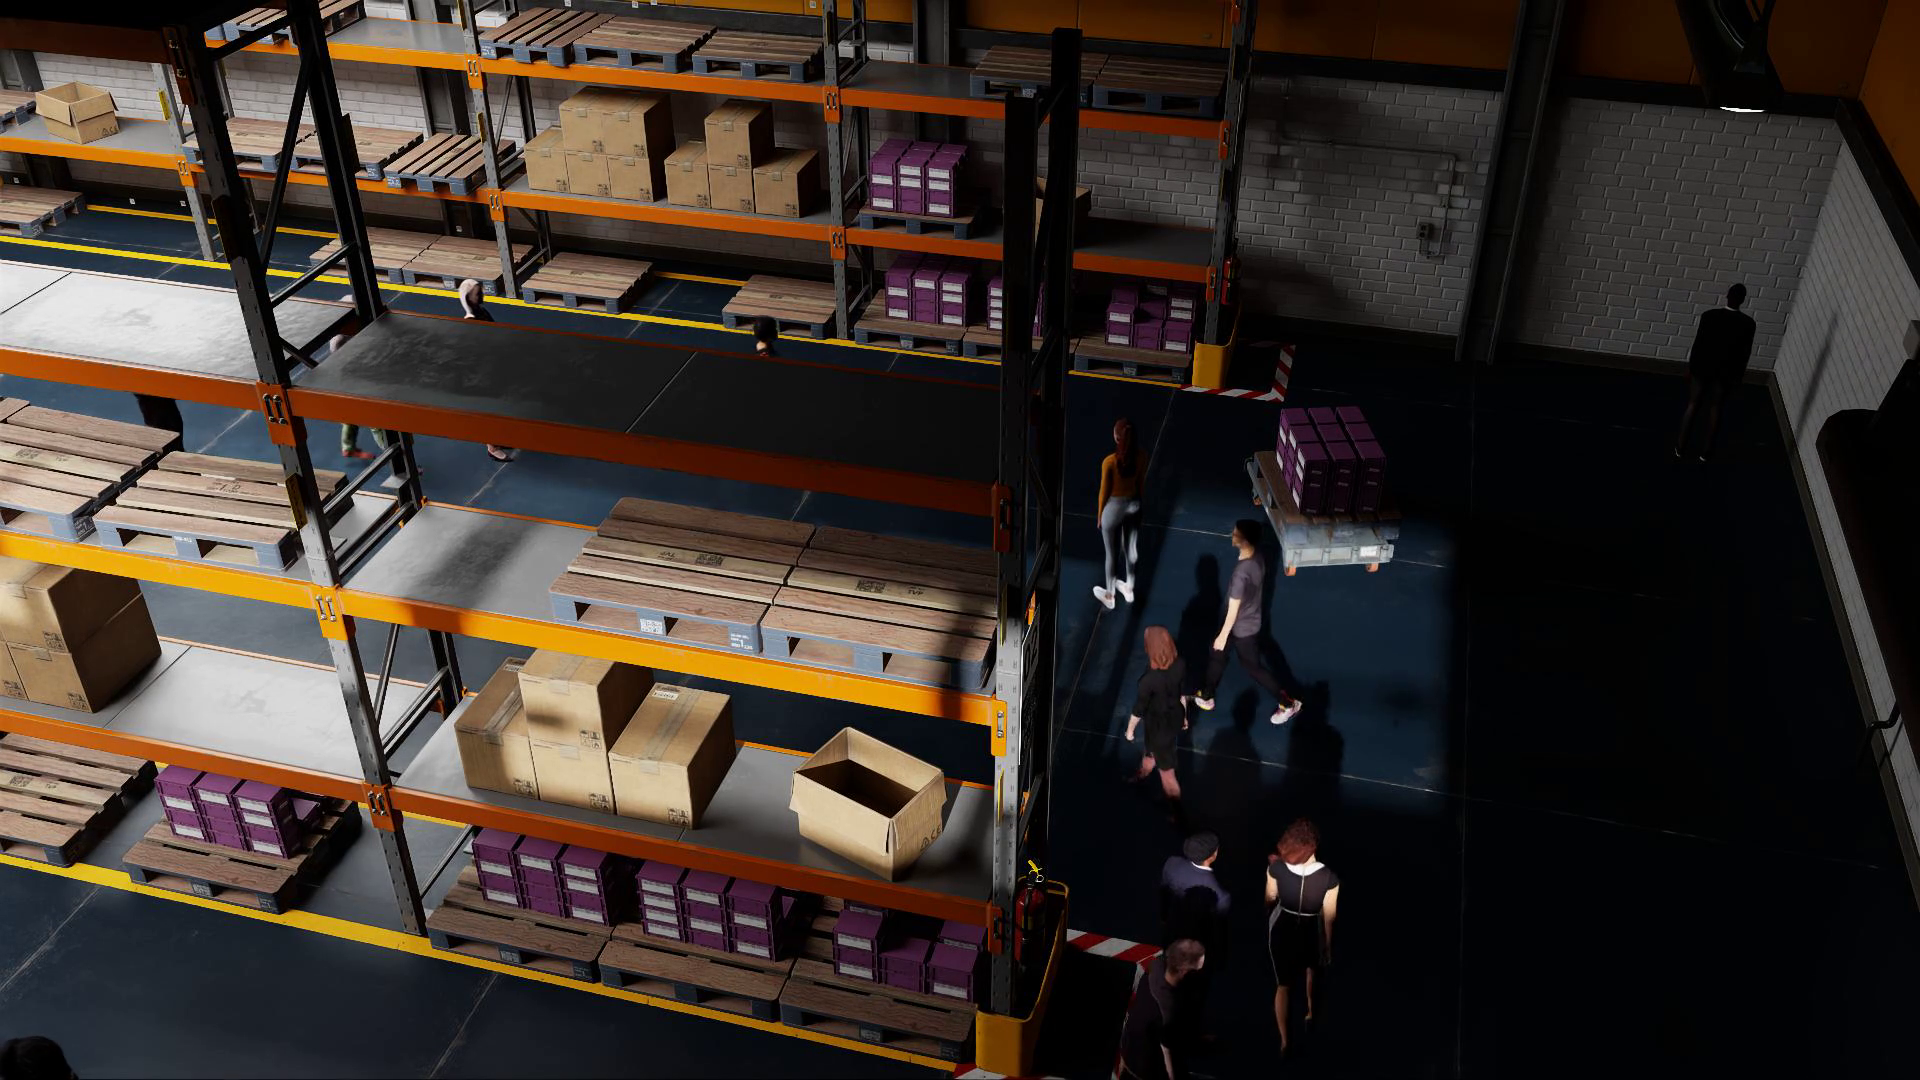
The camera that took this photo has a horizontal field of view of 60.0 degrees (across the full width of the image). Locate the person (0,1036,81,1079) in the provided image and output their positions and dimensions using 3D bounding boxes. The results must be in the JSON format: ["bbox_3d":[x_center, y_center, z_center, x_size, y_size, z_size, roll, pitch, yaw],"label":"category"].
[{"bbox_3d":[-4.559,3.170,8.577,0.697,1.744,0.692,-6,34,-9],"label":"person"}]

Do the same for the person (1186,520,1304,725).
[{"bbox_3d":[2.183,0.651,12.384,1.165,1.724,0.665,7,34,10],"label":"person"}]

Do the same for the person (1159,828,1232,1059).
[{"bbox_3d":[1.356,2.366,9.803,0.769,1.724,0.651,-27,42,-34],"label":"person"}]

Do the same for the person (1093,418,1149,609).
[{"bbox_3d":[1.342,-0.226,13.682,0.649,1.747,0.727,-12,35,-17],"label":"person"}]

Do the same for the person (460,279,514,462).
[{"bbox_3d":[-4.467,-1.612,15.694,0.595,1.830,0.644,-2,34,-2],"label":"person"}]

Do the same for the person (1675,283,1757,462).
[{"bbox_3d":[7.124,-1.587,15.682,0.552,1.800,0.757,14,36,21],"label":"person"}]

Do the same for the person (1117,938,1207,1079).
[{"bbox_3d":[0.941,2.824,9.059,1.146,1.785,0.780,3,34,4],"label":"person"}]

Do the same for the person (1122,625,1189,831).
[{"bbox_3d":[1.448,1.346,11.382,0.876,1.676,1.000,-26,41,-33],"label":"person"}]

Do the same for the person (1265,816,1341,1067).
[{"bbox_3d":[1.940,2.403,9.701,0.594,1.777,0.663,11,35,16],"label":"person"}]

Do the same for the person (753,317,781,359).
[{"bbox_3d":[-1.859,-1.350,15.575,1.074,1.523,0.825,-6,34,-9],"label":"person"}]

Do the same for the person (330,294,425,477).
[{"bbox_3d":[-5.642,-1.428,15.435,1.279,1.809,0.789,10,35,15],"label":"person"}]
